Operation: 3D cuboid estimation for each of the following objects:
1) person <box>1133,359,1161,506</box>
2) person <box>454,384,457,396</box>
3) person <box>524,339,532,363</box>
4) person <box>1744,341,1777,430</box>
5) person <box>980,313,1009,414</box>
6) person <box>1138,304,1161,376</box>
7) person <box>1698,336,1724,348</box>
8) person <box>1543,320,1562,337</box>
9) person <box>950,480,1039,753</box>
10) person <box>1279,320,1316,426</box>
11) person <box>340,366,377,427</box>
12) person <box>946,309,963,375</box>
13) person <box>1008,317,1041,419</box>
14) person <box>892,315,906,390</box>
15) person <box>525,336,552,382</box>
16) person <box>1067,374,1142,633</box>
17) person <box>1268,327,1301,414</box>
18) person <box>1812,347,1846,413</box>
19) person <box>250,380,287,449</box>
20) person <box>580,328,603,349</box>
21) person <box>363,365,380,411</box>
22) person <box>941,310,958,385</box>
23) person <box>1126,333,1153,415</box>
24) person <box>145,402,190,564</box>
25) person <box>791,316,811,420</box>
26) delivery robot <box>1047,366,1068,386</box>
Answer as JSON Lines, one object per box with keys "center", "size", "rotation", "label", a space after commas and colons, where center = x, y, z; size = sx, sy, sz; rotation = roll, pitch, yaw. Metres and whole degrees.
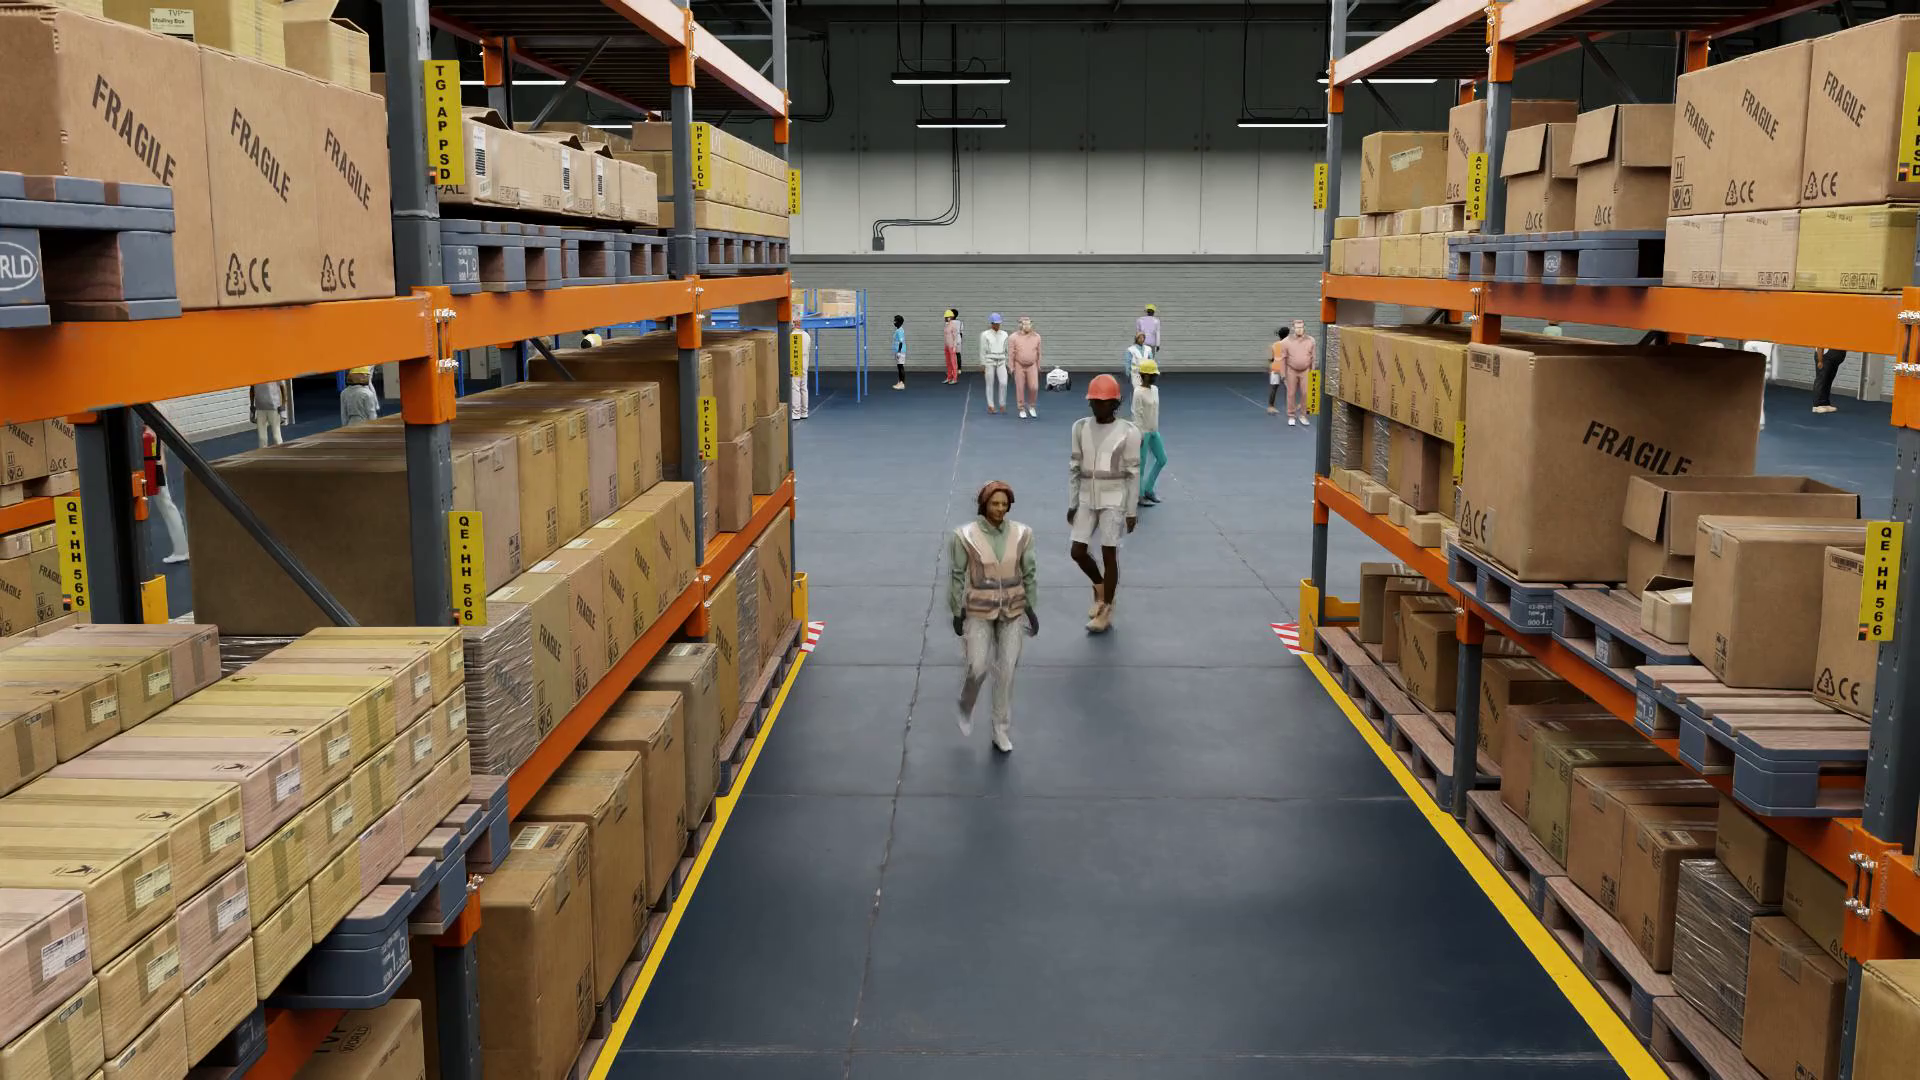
{"center": [2.255, -1.273, 19.813], "size": [0.410, 1.750, 0.559], "rotation": [7, 12, 38], "label": "person"}
{"center": [-5.632, -0.974, 18.377], "size": [0.311, 1.640, 0.514], "rotation": [-2, 10, -9], "label": "person"}
{"center": [-10.365, -4.678, 39.717], "size": [0.691, 1.921, 0.594], "rotation": [1, 9, 3], "label": "person"}
{"center": [13.977, -2.889, 29.256], "size": [0.608, 1.831, 0.966], "rotation": [-1, 10, -6], "label": "person"}
{"center": [0.694, -3.377, 31.901], "size": [0.638, 1.923, 0.705], "rotation": [-3, 10, -20], "label": "person"}
{"center": [4.649, -4.847, 40.897], "size": [0.587, 1.859, 1.028], "rotation": [2, 10, 12], "label": "person"}
{"center": [14.520, -3.287, 32.291], "size": [0.530, 1.604, 0.696], "rotation": [3, 10, 20], "label": "person"}
{"center": [14.218, -4.567, 39.917], "size": [0.280, 1.634, 0.498], "rotation": [-8, 12, -40], "label": "person"}
{"center": [0.199, 0.445, 9.925], "size": [0.518, 1.623, 0.396], "rotation": [-3, 10, -16], "label": "person"}
{"center": [6.008, -2.954, 29.512], "size": [0.668, 1.881, 0.731], "rotation": [0, 9, 1], "label": "person"}
{"center": [-7.067, -1.233, 19.638], "size": [0.487, 1.737, 0.320], "rotation": [4, 10, 23], "label": "person"}
{"center": [-0.154, -5.123, 43.060], "size": [0.537, 1.696, 0.317], "rotation": [-7, 12, -37], "label": "person"}
{"center": [1.218, -3.209, 31.025], "size": [0.648, 1.890, 0.511], "rotation": [-1, 10, -8], "label": "person"}
{"center": [-1.400, -4.310, 38.194], "size": [0.318, 1.696, 0.532], "rotation": [-1, 10, -7], "label": "person"}
{"center": [-5.582, -1.807, 22.476], "size": [0.636, 1.936, 0.355], "rotation": [2, 10, 12], "label": "person"}
{"center": [1.124, -0.292, 13.113], "size": [0.629, 2.033, 0.447], "rotation": [6, 11, 32], "label": "person"}
{"center": [6.242, -3.254, 31.955], "size": [0.845, 1.651, 0.556], "rotation": [-8, 13, -41], "label": "person"}
{"center": [16.946, -3.489, 32.372], "size": [0.681, 2.000, 0.536], "rotation": [-7, 12, -35], "label": "person"}
{"center": [-9.272, -1.739, 22.272], "size": [0.519, 1.873, 0.335], "rotation": [1, 10, 6], "label": "person"}
{"center": [-6.851, -3.148, 30.813], "size": [0.429, 1.840, 0.624], "rotation": [2, 10, 11], "label": "person"}
{"center": [-11.459, -3.367, 32.050], "size": [0.393, 1.866, 0.542], "rotation": [2, 10, 11], "label": "person"}
{"center": [-0.255, -4.611, 39.791], "size": [0.323, 1.765, 0.534], "rotation": [-5, 11, -29], "label": "person"}
{"center": [3.376, -3.112, 31.323], "size": [0.516, 1.597, 0.868], "rotation": [-4, 10, -23], "label": "person"}
{"center": [-7.905, -0.695, 16.010], "size": [0.998, 1.873, 0.596], "rotation": [2, 10, 13], "label": "person"}
{"center": [-3.034, -3.180, 30.793], "size": [0.409, 1.907, 0.651], "rotation": [5, 11, 26], "label": "person"}
{"center": [2.217, -3.711, 37.864], "size": [0.477, 0.478, 0.707], "rotation": [3, 10, 17], "label": "delivery robot"}
